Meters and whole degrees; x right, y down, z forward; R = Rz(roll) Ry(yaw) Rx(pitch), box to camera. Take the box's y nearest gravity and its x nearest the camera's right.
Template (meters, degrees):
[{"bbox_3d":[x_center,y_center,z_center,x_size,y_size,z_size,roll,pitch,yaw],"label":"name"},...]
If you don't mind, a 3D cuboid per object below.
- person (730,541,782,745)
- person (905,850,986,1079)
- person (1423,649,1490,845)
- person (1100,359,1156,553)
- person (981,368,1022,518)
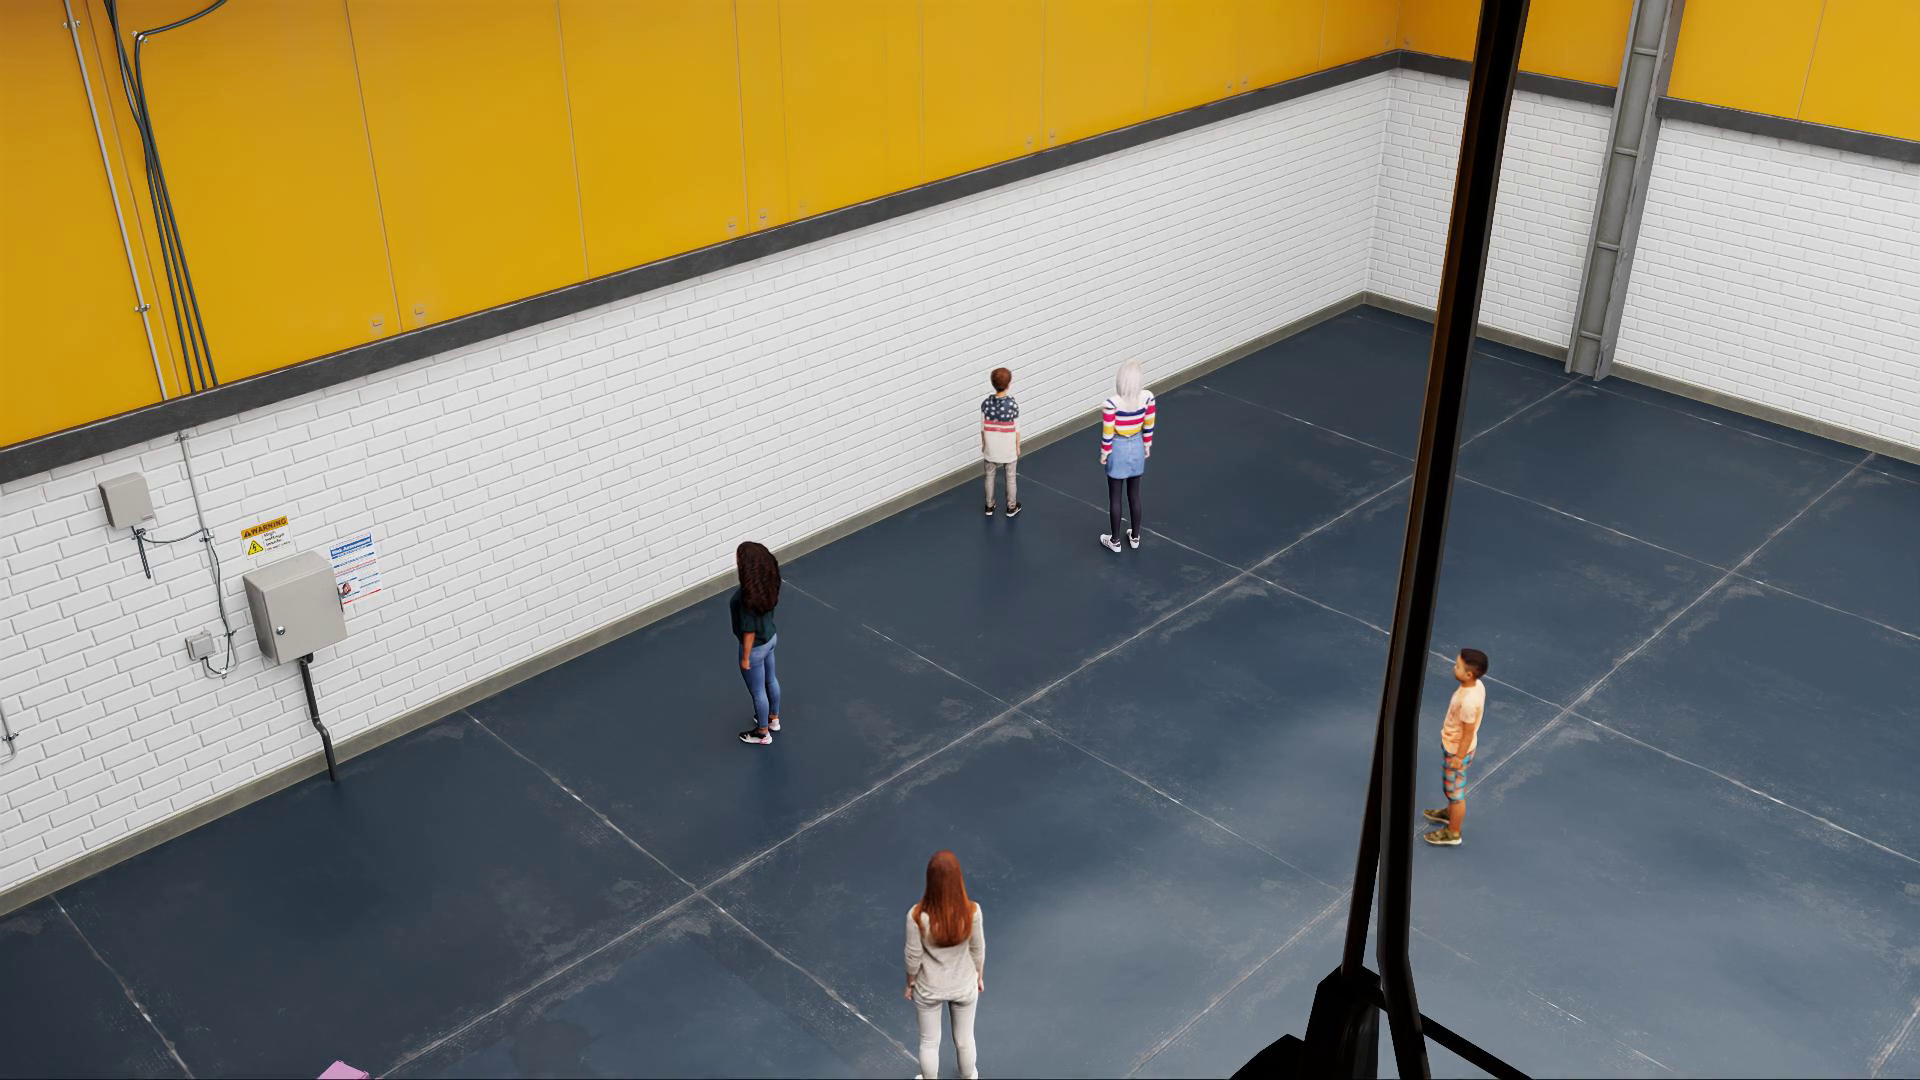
[{"bbox_3d":[-1.460,0.735,12.016,0.715,1.617,0.691,10,30,18],"label":"person"},{"bbox_3d":[-0.075,2.376,8.906,0.687,1.713,0.723,-5,29,-8],"label":"person"},{"bbox_3d":[3.320,1.356,11.040,0.615,1.461,0.600,7,29,13],"label":"person"},{"bbox_3d":[1.453,-0.748,14.533,0.723,1.809,0.679,-10,30,-18],"label":"person"},{"bbox_3d":[0.373,-0.900,15.193,0.549,1.444,0.646,6,29,11],"label":"person"}]
